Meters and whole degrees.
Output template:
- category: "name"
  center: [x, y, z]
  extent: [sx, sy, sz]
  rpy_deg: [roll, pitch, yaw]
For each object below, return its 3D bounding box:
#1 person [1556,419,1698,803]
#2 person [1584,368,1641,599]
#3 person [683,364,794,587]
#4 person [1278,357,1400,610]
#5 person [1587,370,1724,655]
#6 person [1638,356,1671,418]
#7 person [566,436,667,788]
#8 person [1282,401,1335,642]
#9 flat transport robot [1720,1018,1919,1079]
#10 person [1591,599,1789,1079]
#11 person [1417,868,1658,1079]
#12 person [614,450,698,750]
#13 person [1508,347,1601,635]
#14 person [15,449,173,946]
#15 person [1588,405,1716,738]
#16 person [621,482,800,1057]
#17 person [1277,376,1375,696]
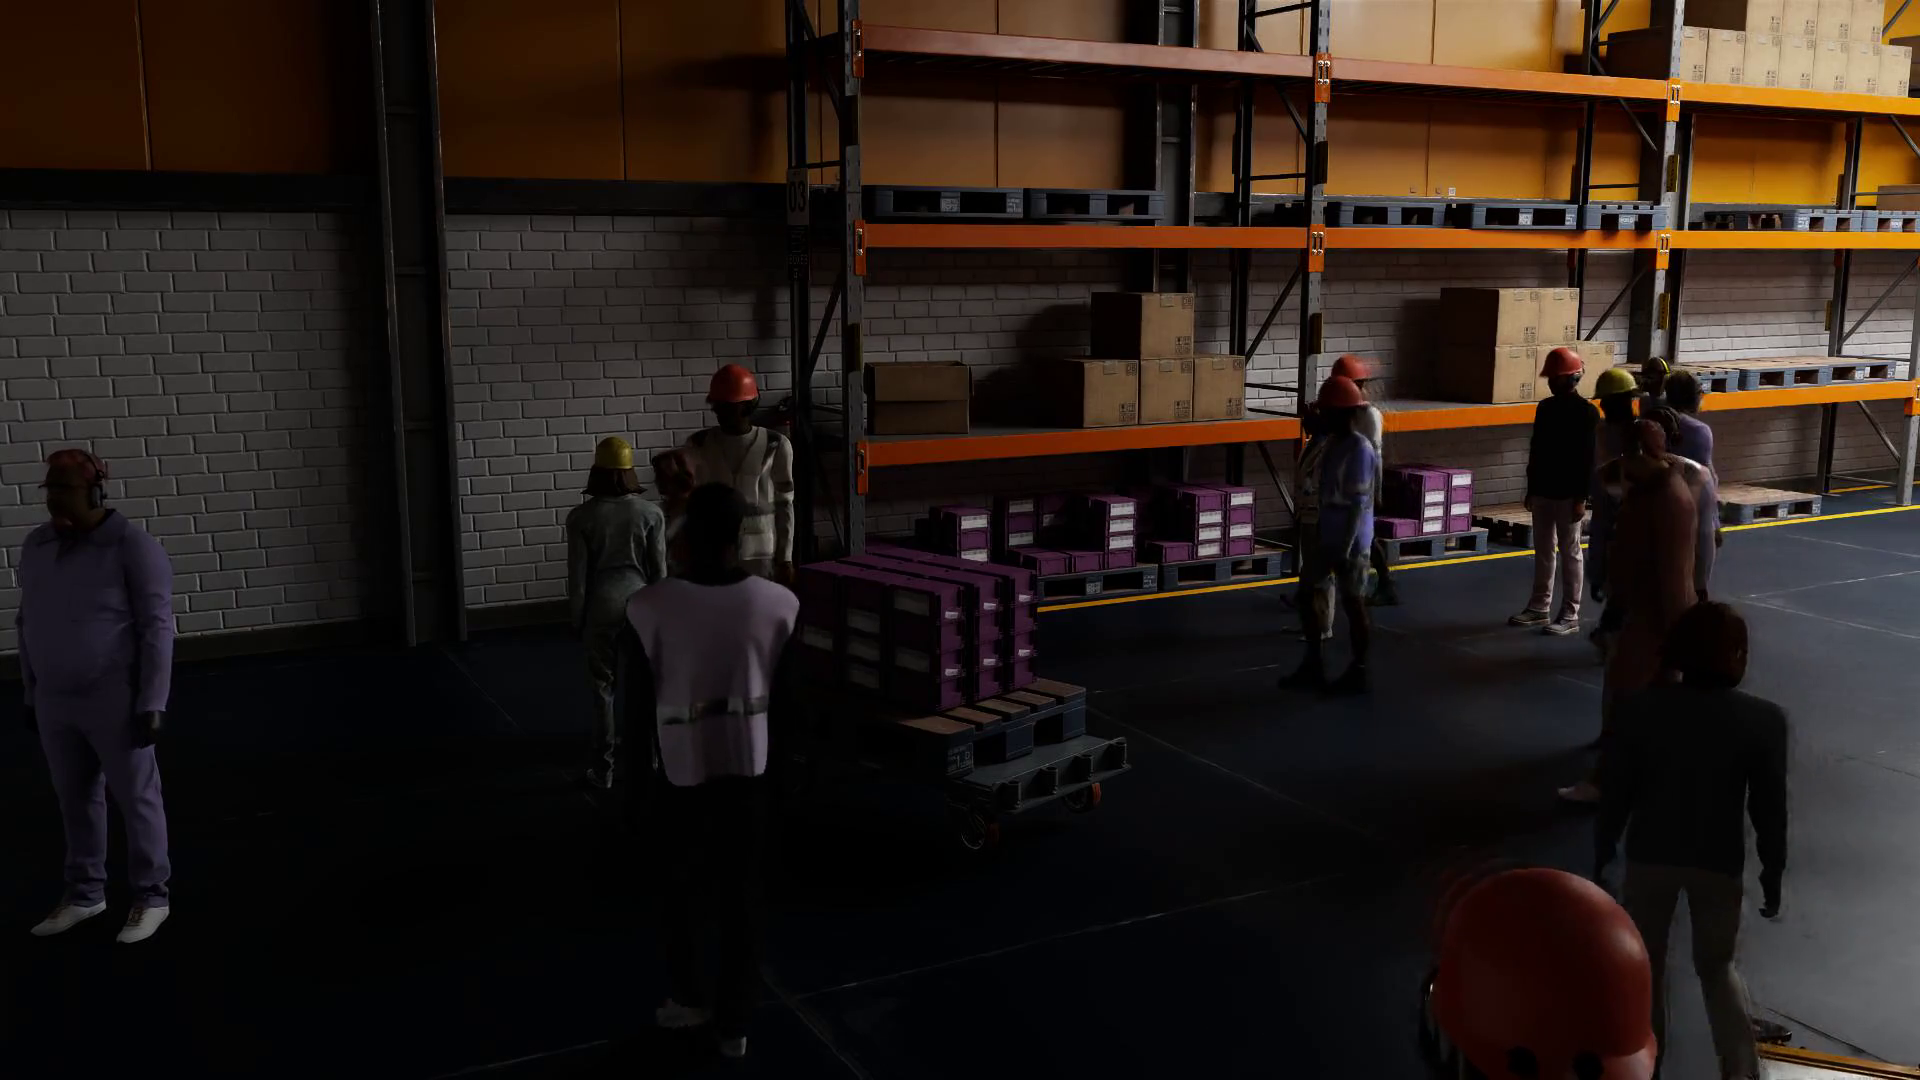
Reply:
- category: "person"
  center: [3.387, 0.341, 8.036]
  extent: [0.799, 1.850, 0.654]
  rpy_deg: [3, 10, 16]
- category: "person"
  center: [4.312, -0.151, 10.753]
  extent: [0.436, 1.897, 0.700]
  rpy_deg: [-5, 11, -25]
- category: "person"
  center: [-1.212, 0.060, 9.094]
  extent: [0.614, 2.039, 0.383]
  rpy_deg: [0, 10, 0]
- category: "person"
  center: [2.854, -0.408, 12.263]
  extent: [1.010, 1.881, 0.567]
  rpy_deg: [-2, 10, -13]
- category: "person"
  center: [4.518, -0.143, 10.696]
  extent: [0.972, 1.908, 0.634]
  rpy_deg: [-1, 10, -7]
- category: "person"
  center: [5.694, -0.563, 13.327]
  extent: [0.708, 1.833, 0.565]
  rpy_deg: [-1, 10, -8]
- category: "person"
  center: [-1.696, 0.357, 8.245]
  extent: [0.493, 1.743, 0.299]
  rpy_deg: [-4, 11, -20]
- category: "person"
  center: [2.425, -0.127, 11.337]
  extent: [0.309, 1.639, 0.514]
  rpy_deg: [-1, 10, -7]
- category: "flat transport robot"
  center: [2.471, 1.733, 4.554]
  extent: [0.652, 0.197, 1.431]
  rpy_deg: [4, 11, 22]
- category: "person"
  center: [2.182, 0.991, 4.969]
  extent: [0.500, 1.613, 0.483]
  rpy_deg: [2, 10, 11]
- category: "person"
  center: [0.644, 1.317, 2.052]
  extent: [0.620, 1.980, 0.564]
  rpy_deg: [0, 10, 0]
- category: "person"
  center: [-1.550, 0.328, 8.810]
  extent: [0.763, 1.604, 0.526]
  rpy_deg: [-4, 11, -21]
- category: "person"
  center: [4.146, -0.342, 11.552]
  extent: [0.382, 1.993, 0.609]
  rpy_deg: [-4, 11, -21]
- category: "person"
  center: [-3.331, 0.600, 6.368]
  extent: [0.637, 1.912, 0.406]
  rpy_deg: [2, 10, 13]
- category: "person"
  center: [3.655, 0.209, 8.815]
  extent: [0.621, 1.845, 0.429]
  rpy_deg: [5, 11, 29]
- category: "person"
  center: [-0.838, 0.762, 5.532]
  extent: [0.612, 1.870, 0.551]
  rpy_deg: [-4, 11, -23]
- category: "person"
  center: [2.158, -0.005, 9.823]
  extent: [0.681, 1.915, 0.580]
  rpy_deg: [-2, 10, -10]
